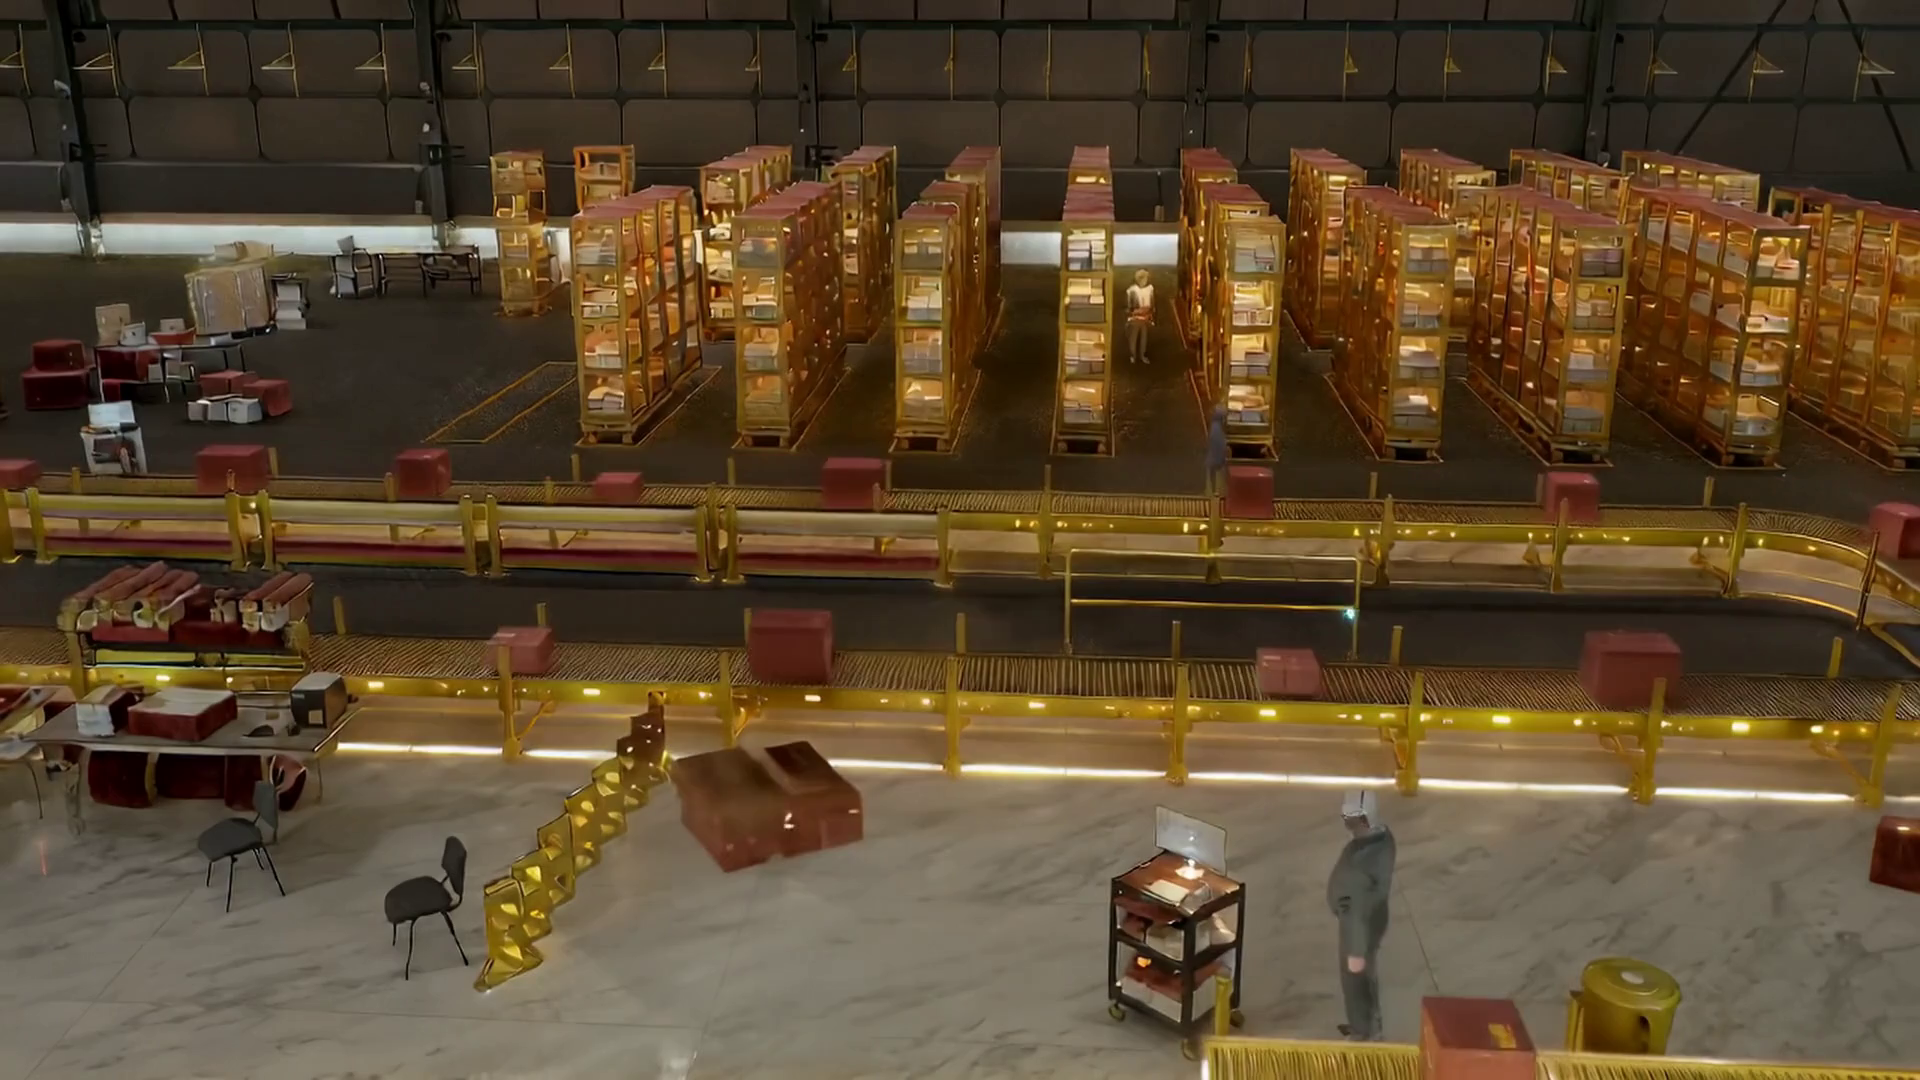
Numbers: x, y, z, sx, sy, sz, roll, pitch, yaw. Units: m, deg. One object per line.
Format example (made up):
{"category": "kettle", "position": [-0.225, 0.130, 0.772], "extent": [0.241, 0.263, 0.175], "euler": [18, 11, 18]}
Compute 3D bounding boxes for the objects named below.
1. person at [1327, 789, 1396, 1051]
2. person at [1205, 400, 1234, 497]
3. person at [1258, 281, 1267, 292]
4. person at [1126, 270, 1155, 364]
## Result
{"category": "person", "position": [2.539, 2.466, 10.650], "extent": [0.400, 1.896, 0.648], "euler": [7, 19, 20]}
{"category": "person", "position": [3.373, -0.966, 21.770], "extent": [0.394, 1.754, 0.529], "euler": [2, 18, 8]}
{"category": "person", "position": [6.458, -5.575, 36.012], "extent": [0.411, 1.987, 0.607], "euler": [-3, 18, -9]}
{"category": "person", "position": [3.524, -4.350, 32.379], "extent": [0.588, 1.824, 0.403], "euler": [-4, 18, -13]}
